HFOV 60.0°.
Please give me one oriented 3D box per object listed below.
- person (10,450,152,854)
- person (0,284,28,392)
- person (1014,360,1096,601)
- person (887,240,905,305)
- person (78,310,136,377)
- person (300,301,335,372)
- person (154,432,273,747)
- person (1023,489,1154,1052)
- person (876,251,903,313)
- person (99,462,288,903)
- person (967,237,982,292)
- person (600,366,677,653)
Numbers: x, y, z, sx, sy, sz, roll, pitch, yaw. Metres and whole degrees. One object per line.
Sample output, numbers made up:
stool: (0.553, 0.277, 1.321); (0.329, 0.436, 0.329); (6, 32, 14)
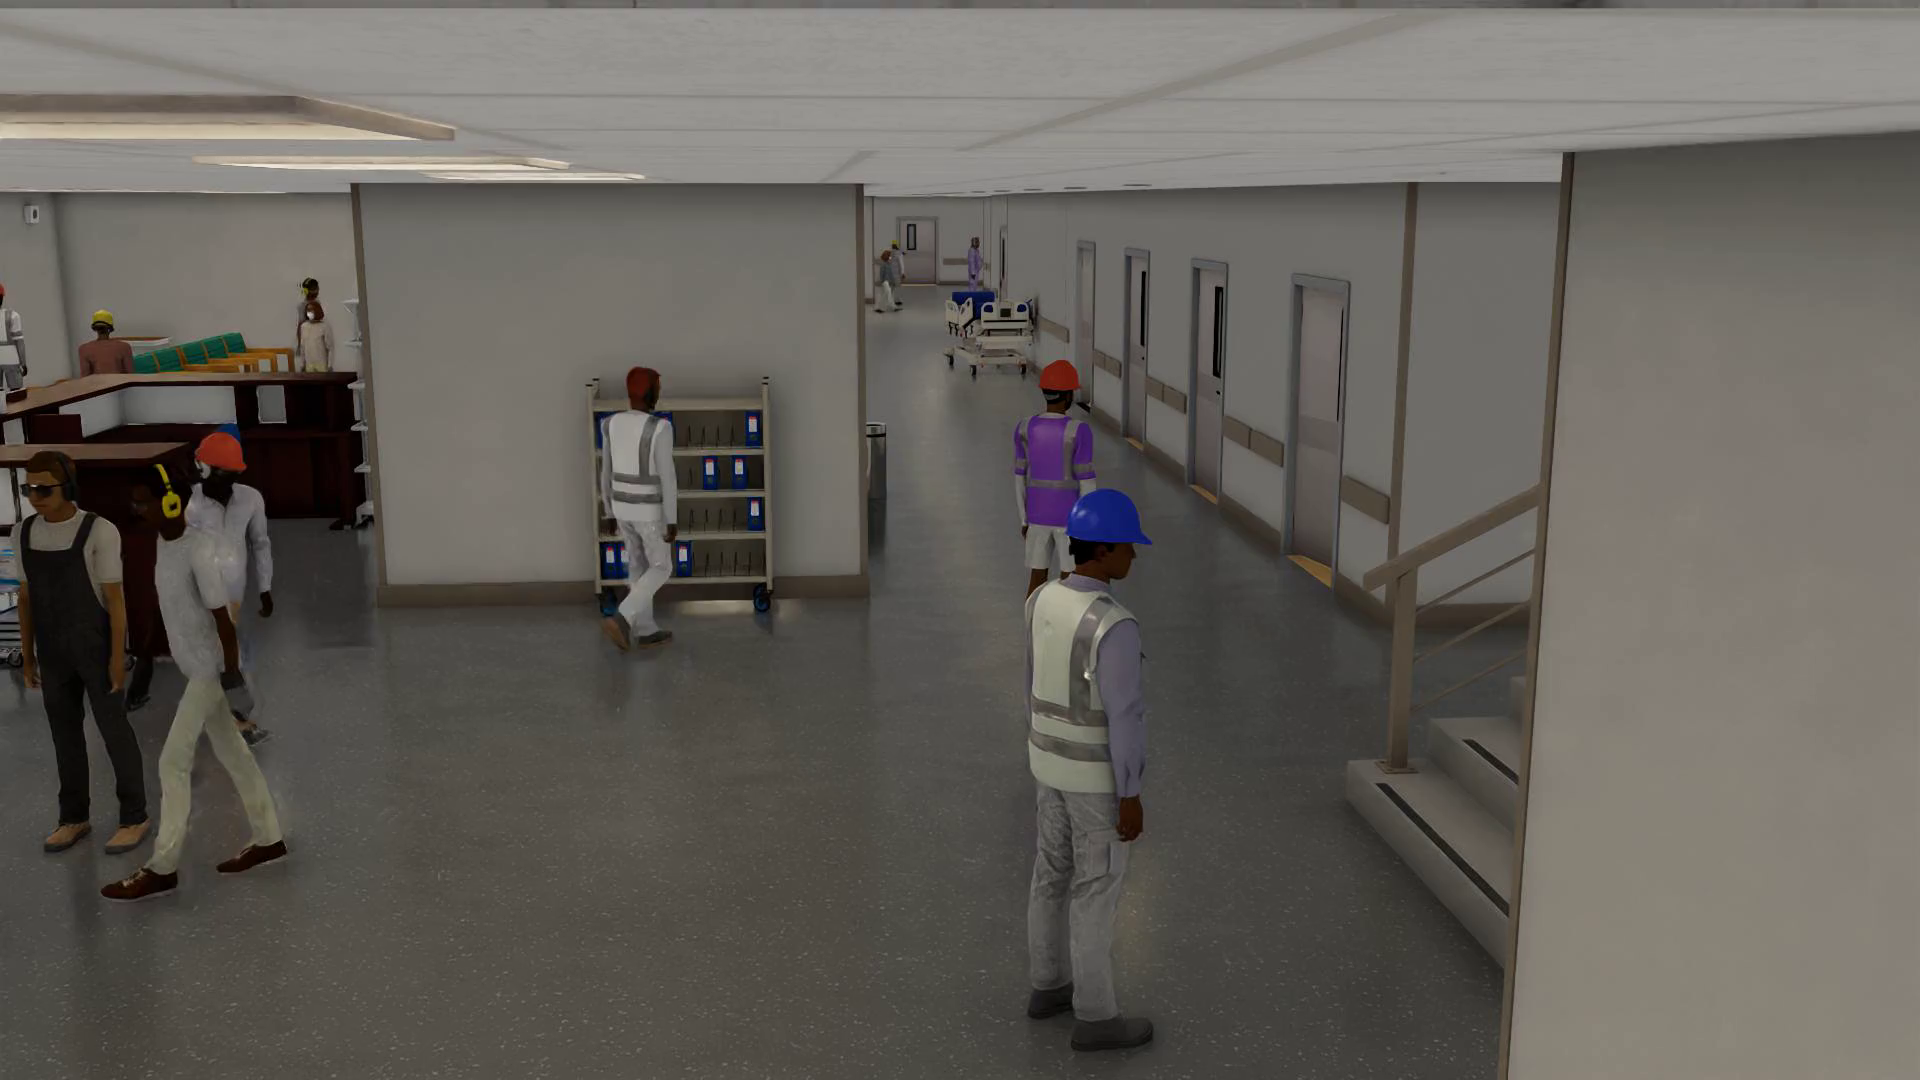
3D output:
person: (-3.942, 0.501, 7.420); (0.503, 1.837, 0.342); (1, 12, 6)
person: (-11.658, -2.176, 20.248); (0.543, 1.938, 0.364); (-3, 12, -15)
person: (0.604, -0.147, 10.332); (0.543, 1.938, 0.356); (7, 13, 30)
person: (-1.799, -7.455, 46.372); (0.673, 1.800, 0.453); (8, 14, 35)
person: (-8.979, -1.543, 17.579); (0.523, 1.769, 0.309); (-5, 12, -22)
person: (-8.250, -2.249, 21.346); (0.505, 1.636, 0.278); (4, 12, 20)
person: (-3.951, 0.264, 8.898); (0.863, 1.691, 0.558); (7, 14, 32)
person: (0.447, 0.785, 5.758); (0.404, 1.943, 0.612); (-6, 13, -28)
person: (-1.825, -6.672, 43.055); (0.841, 1.595, 0.508); (2, 12, 12)
person: (-3.309, 0.588, 6.999); (0.872, 1.826, 0.501); (-8, 14, -35)
person: (0.412, -7.282, 45.273); (0.400, 1.910, 0.643); (1, 12, 7)
person: (-2.086, -0.173, 10.631); (0.590, 1.867, 0.623); (7, 13, 30)
